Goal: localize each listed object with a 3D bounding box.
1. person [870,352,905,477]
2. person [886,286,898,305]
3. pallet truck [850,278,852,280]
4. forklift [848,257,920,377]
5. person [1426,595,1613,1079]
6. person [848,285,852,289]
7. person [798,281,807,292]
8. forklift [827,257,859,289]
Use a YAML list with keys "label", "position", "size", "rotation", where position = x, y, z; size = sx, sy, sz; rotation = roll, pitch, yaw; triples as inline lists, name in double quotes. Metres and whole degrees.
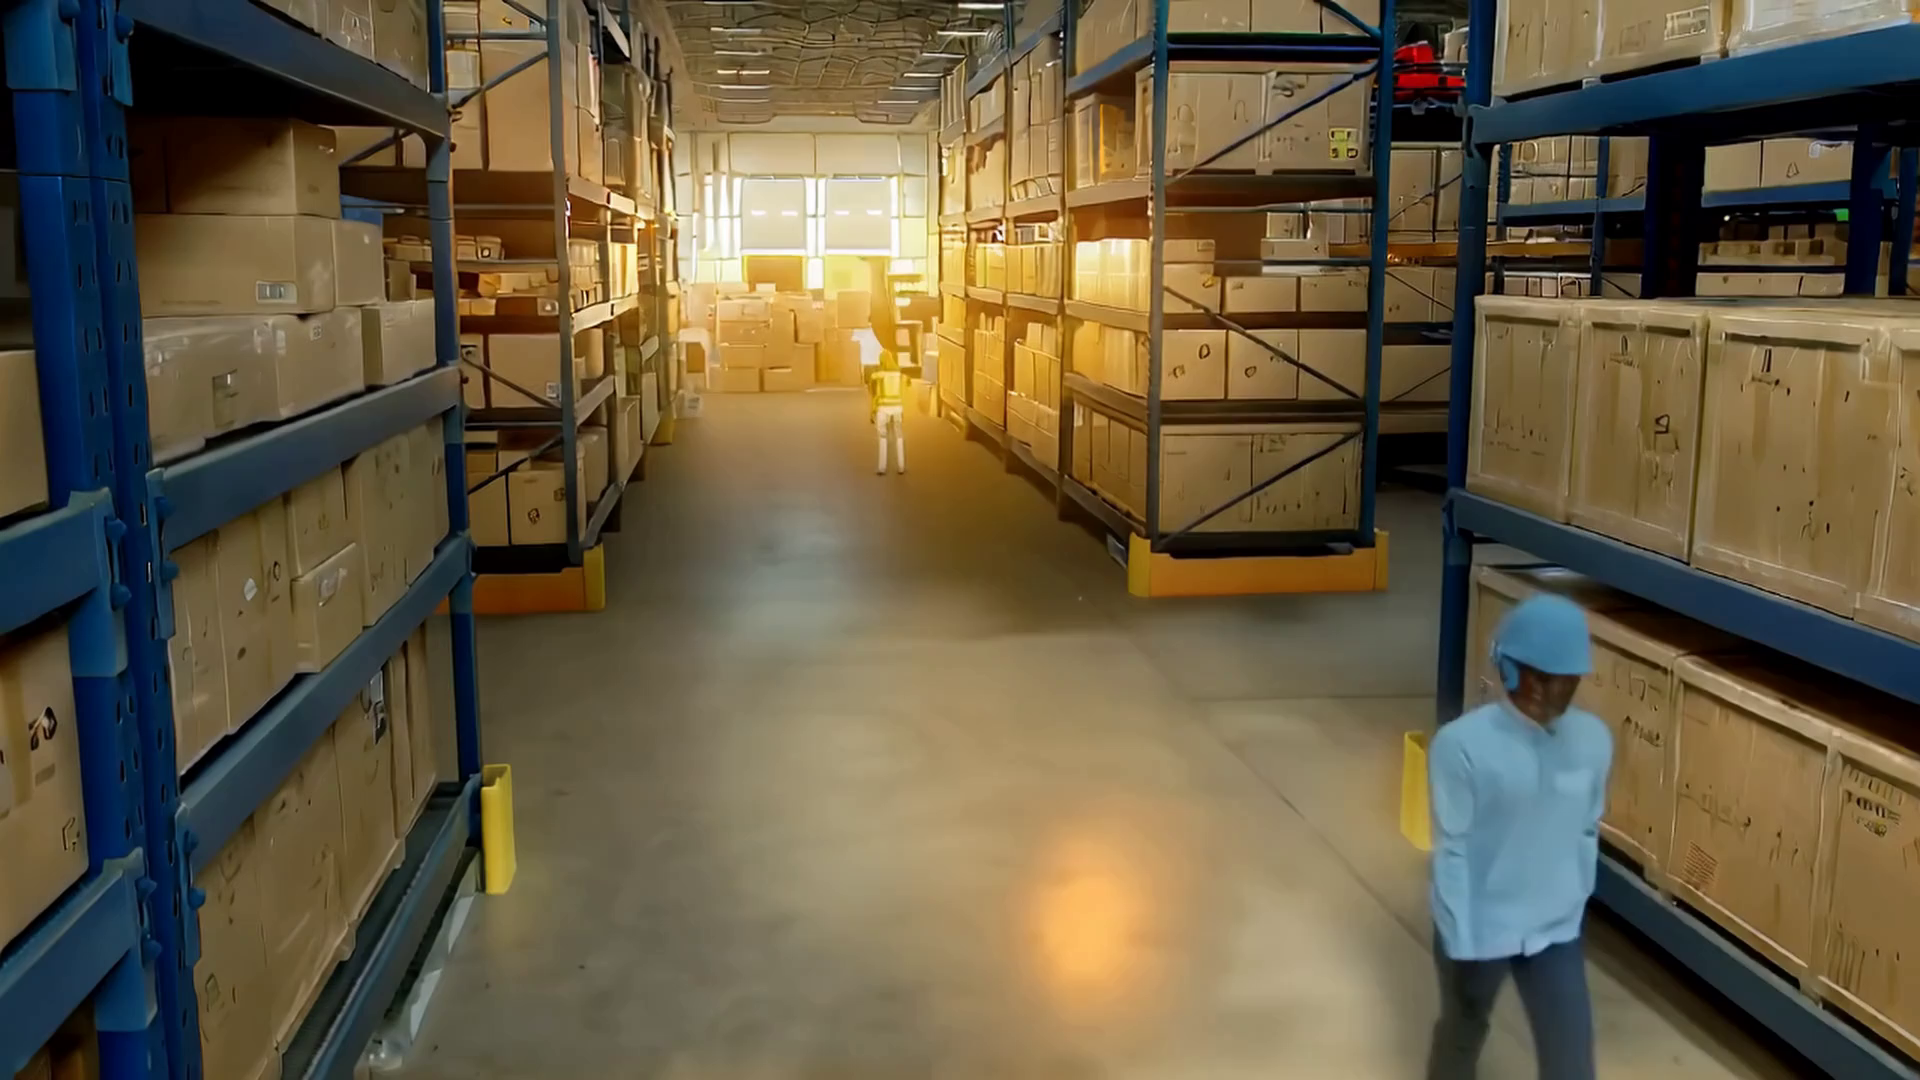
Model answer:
- label: "person"
  position: [-0.938, -1.644, 21.781]
  size: [0.512, 1.629, 0.316]
  rotation: [-6, 12, -32]
- label: "person"
  position: [-2.637, -8.644, 61.901]
  size: [0.579, 1.855, 0.876]
  rotation: [4, 11, 23]
- label: "pallet truck"
  position: [-3.782, -9.391, 65.808]
  size: [1.885, 1.965, 0.823]
  rotation: [2, 10, 10]
- label: "forklift"
  position: [-1.937, -5.254, 39.155]
  size: [1.873, 2.768, 1.129]
  rotation: [-1, 10, -7]
- label: "person"
  position: [1.612, 1.133, 4.651]
  size: [0.615, 1.949, 0.958]
  rotation: [-2, 10, -11]
- label: "person"
  position: [-4.689, -9.910, 69.923]
  size: [0.613, 1.618, 0.521]
  rotation: [-2, 10, -13]
- label: "person"
  position: [-5.733, -8.434, 60.403]
  size: [0.362, 1.938, 0.631]
  rotation: [-3, 10, -17]
- label: "forklift"
  position: [-3.284, -6.565, 46.785]
  size: [1.129, 2.768, 1.873]
  rotation: [-1, 10, -7]
